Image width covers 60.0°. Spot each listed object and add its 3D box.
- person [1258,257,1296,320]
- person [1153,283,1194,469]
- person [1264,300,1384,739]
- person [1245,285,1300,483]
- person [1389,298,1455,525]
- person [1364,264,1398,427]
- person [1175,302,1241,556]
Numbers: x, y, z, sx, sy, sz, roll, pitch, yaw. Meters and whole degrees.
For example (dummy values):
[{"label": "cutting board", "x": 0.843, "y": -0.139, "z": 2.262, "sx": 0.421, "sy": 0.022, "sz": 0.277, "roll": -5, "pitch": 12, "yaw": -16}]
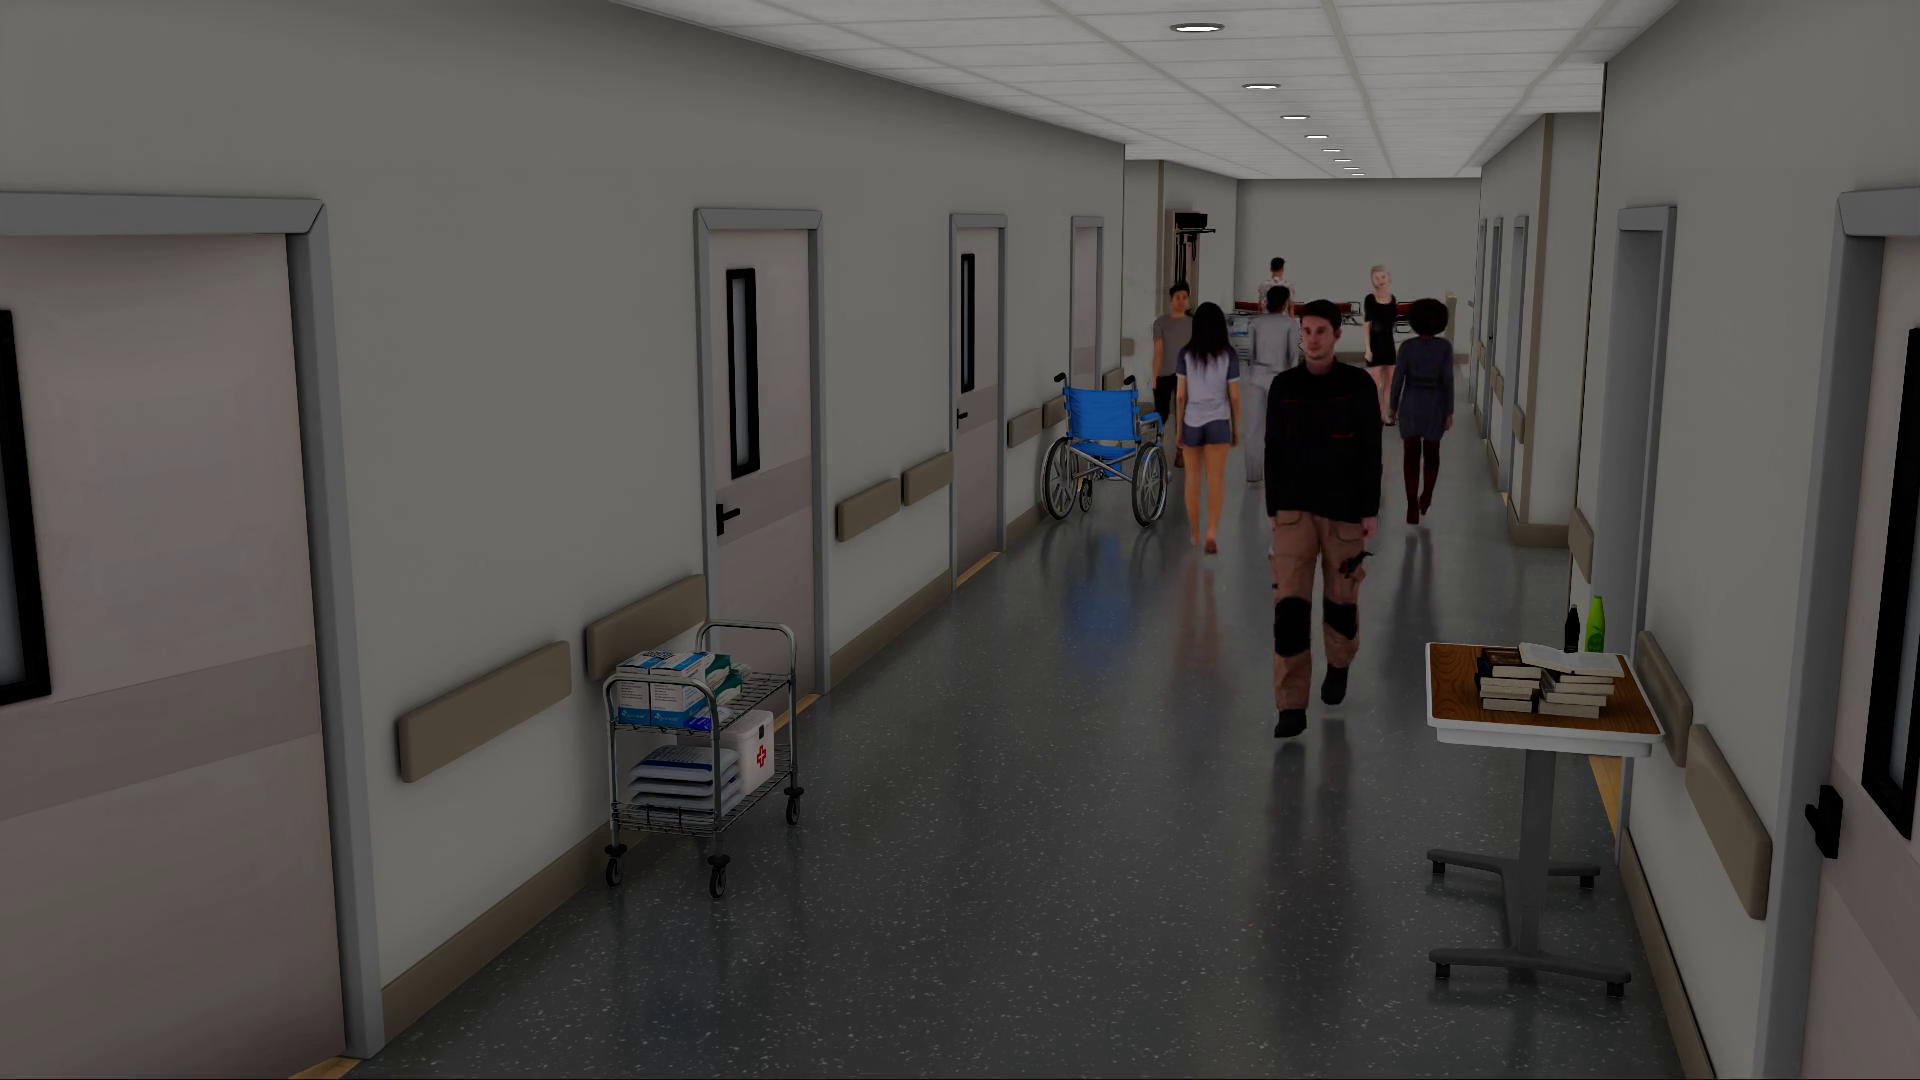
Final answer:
[{"label": "person", "x": 4.251, "y": -2.878, "z": 22.326, "sx": 0.746, "sy": 1.811, "sz": 0.669, "roll": 6, "pitch": 12, "yaw": 29}, {"label": "person", "x": 1.981, "y": -1.532, "z": 15.544, "sx": 0.769, "sy": 1.696, "sz": 1.041, "roll": 0, "pitch": 11, "yaw": -2}, {"label": "person", "x": 1.652, "y": -0.104, "z": 7.492, "sx": 0.702, "sy": 1.891, "sz": 1.206, "roll": 3, "pitch": 11, "yaw": 17}, {"label": "person", "x": 2.661, "y": -1.321, "z": 14.444, "sx": 0.790, "sy": 1.691, "sz": 1.153, "roll": 5, "pitch": 12, "yaw": 26}, {"label": "person", "x": 3.432, "y": -0.910, "z": 12.351, "sx": 0.621, "sy": 1.664, "sz": 1.076, "roll": 3, "pitch": 11, "yaw": 13}, {"label": "person", "x": 4.547, "y": -2.064, "z": 18.075, "sx": 0.825, "sy": 1.797, "sz": 0.878, "roll": -10, "pitch": 14, "yaw": -42}, {"label": "person", "x": 1.664, "y": -0.721, "z": 11.270, "sx": 0.700, "sy": 1.697, "sz": 1.147, "roll": 2, "pitch": 11, "yaw": 8}]
